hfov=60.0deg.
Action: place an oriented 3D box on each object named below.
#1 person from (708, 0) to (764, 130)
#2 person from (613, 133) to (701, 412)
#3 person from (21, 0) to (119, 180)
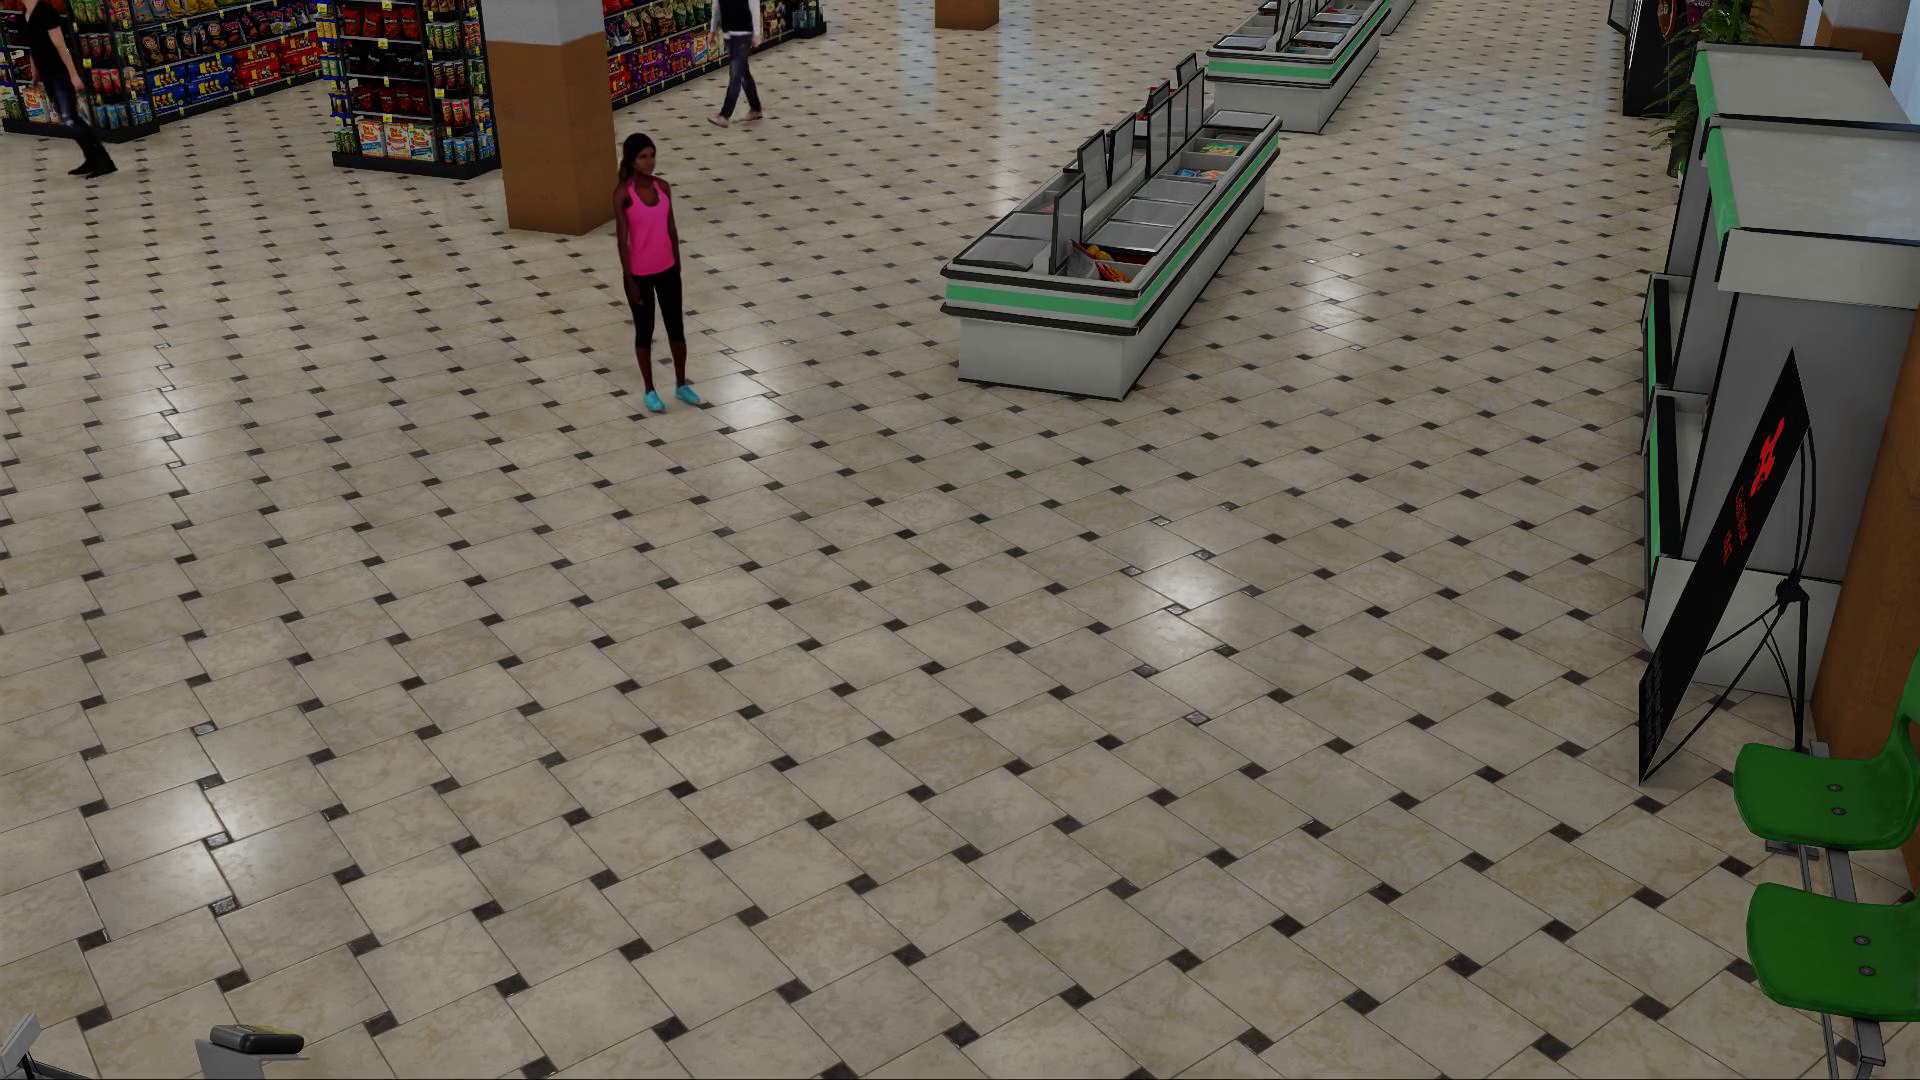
[{"bbox_3d":[-2.222,-5.170,17.126,0.937,1.785,1.226,20,33,34],"label":"person"},{"bbox_3d":[-1.939,-1.657,10.268,0.698,1.722,0.764,-17,31,-30],"label":"person"},{"bbox_3d":[-8.193,-4.243,15.230,0.874,1.847,0.784,12,29,23],"label":"person"}]
